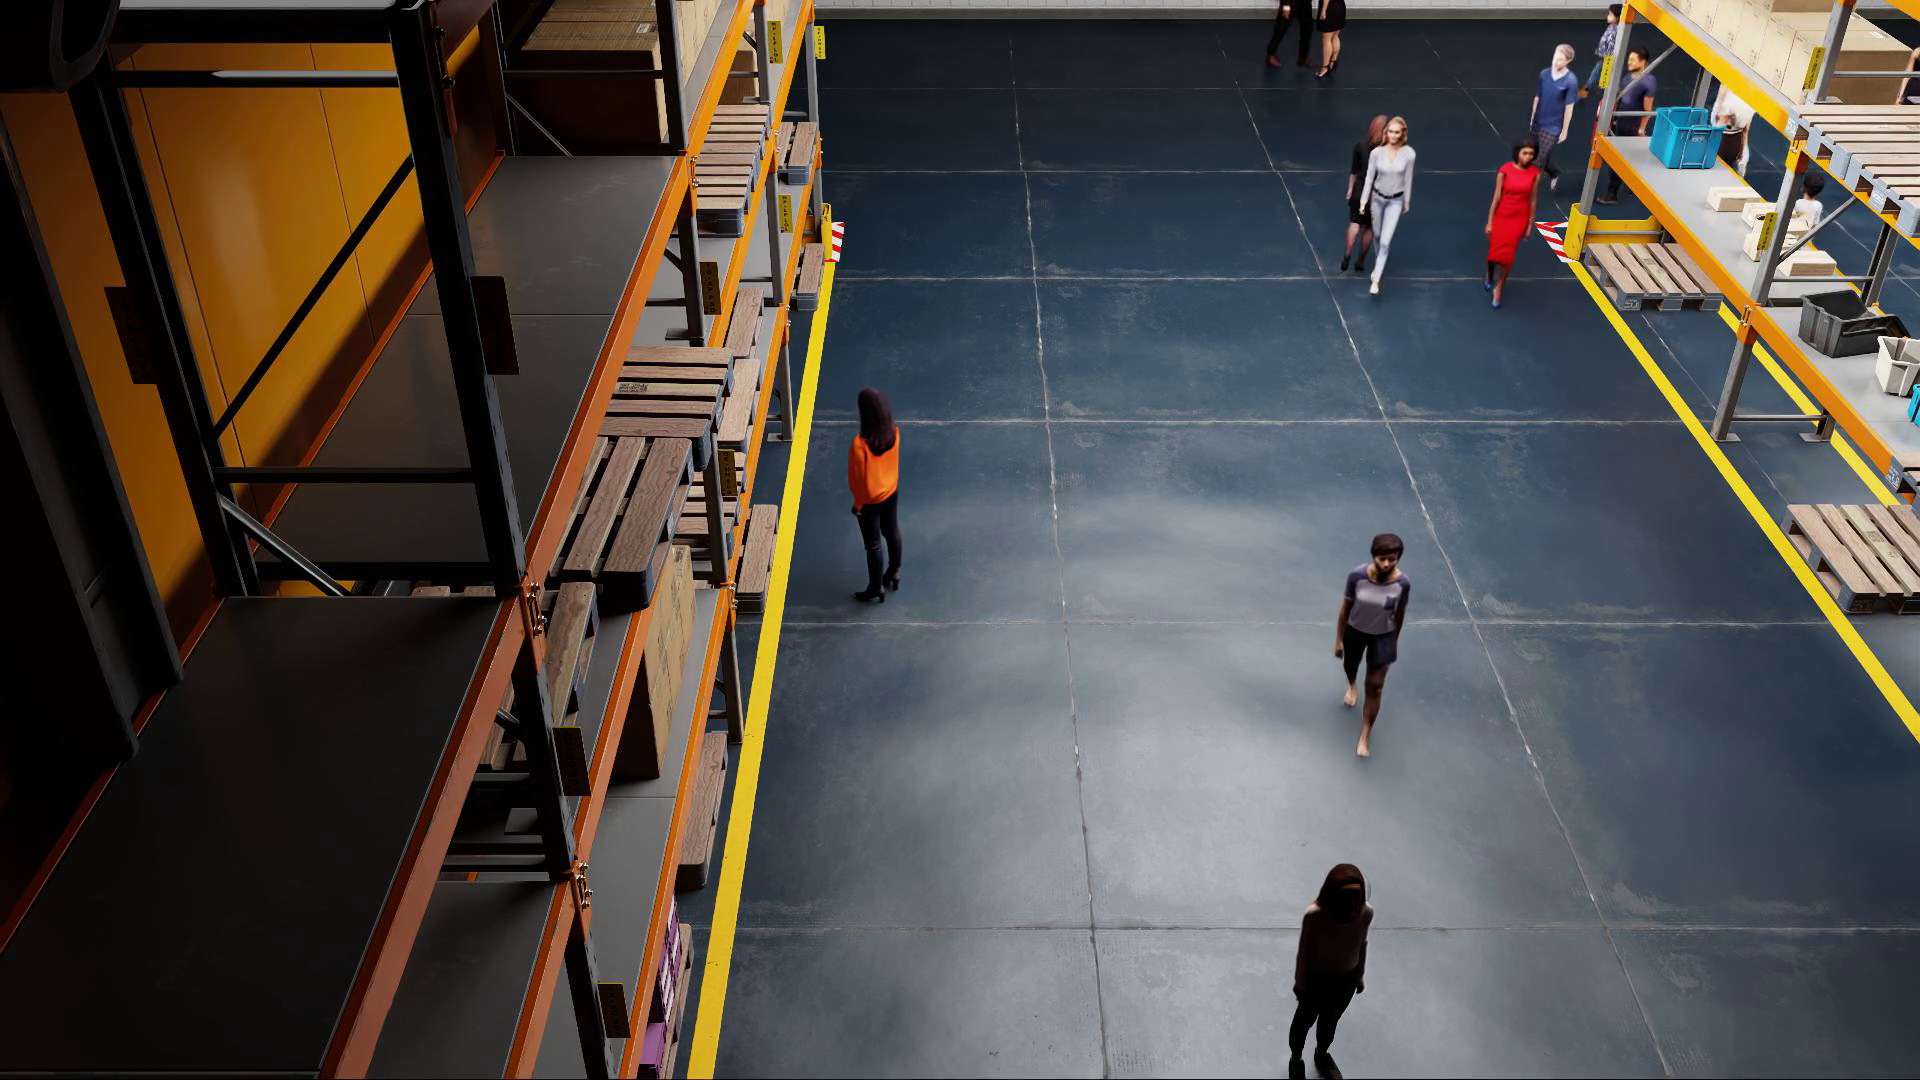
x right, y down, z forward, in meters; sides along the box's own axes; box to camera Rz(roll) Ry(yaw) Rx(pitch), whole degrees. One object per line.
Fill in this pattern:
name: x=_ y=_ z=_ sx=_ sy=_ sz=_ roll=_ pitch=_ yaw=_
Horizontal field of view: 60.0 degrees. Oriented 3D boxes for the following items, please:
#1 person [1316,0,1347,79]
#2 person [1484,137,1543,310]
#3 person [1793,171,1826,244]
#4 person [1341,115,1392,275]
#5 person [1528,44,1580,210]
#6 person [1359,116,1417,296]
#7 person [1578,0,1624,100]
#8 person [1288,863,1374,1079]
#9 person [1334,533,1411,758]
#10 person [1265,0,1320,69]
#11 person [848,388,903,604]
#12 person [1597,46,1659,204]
person: x=4.977 y=-7.037 z=22.174 sx=0.799 sy=1.713 sz=0.727 roll=25 pitch=41 yaw=33
person: x=5.364 y=-3.124 z=16.272 sx=0.642 sy=1.730 sz=0.719 roll=5 pitch=34 yaw=7
person: x=8.354 y=-3.018 z=16.546 sx=0.504 sy=1.249 sz=0.534 roll=1 pitch=34 yaw=2
person: x=4.075 y=-3.419 z=16.754 sx=0.803 sy=1.686 sz=0.899 roll=19 pitch=38 yaw=26
person: x=6.519 y=-4.540 z=18.301 sx=1.075 sy=1.842 sz=1.099 roll=-21 pitch=39 yaw=-28
person: x=4.269 y=-3.383 z=16.637 sx=0.898 sy=1.756 sz=1.191 roll=12 pitch=35 yaw=17
person: x=8.419 y=-6.282 z=21.478 sx=0.752 sy=1.225 sz=0.854 roll=12 pitch=35 yaw=18
person: x=1.877 y=2.205 z=8.475 sx=0.579 sy=1.485 sz=0.559 roll=-7 pitch=34 yaw=-11
person: x=2.676 y=0.569 z=10.904 sx=0.779 sy=1.522 sz=1.082 roll=10 pitch=35 yaw=15
person: x=4.460 y=-7.285 z=22.416 sx=1.061 sy=1.858 sz=1.126 roll=-28 pitch=43 yaw=-35
person: x=-0.597 y=-0.329 z=12.049 sx=0.769 sy=1.749 sz=0.680 roll=22 pitch=39 yaw=30
person: x=7.494 y=-4.589 z=18.439 sx=0.914 sy=1.771 sz=0.895 roll=-15 pitch=37 yaw=-22
